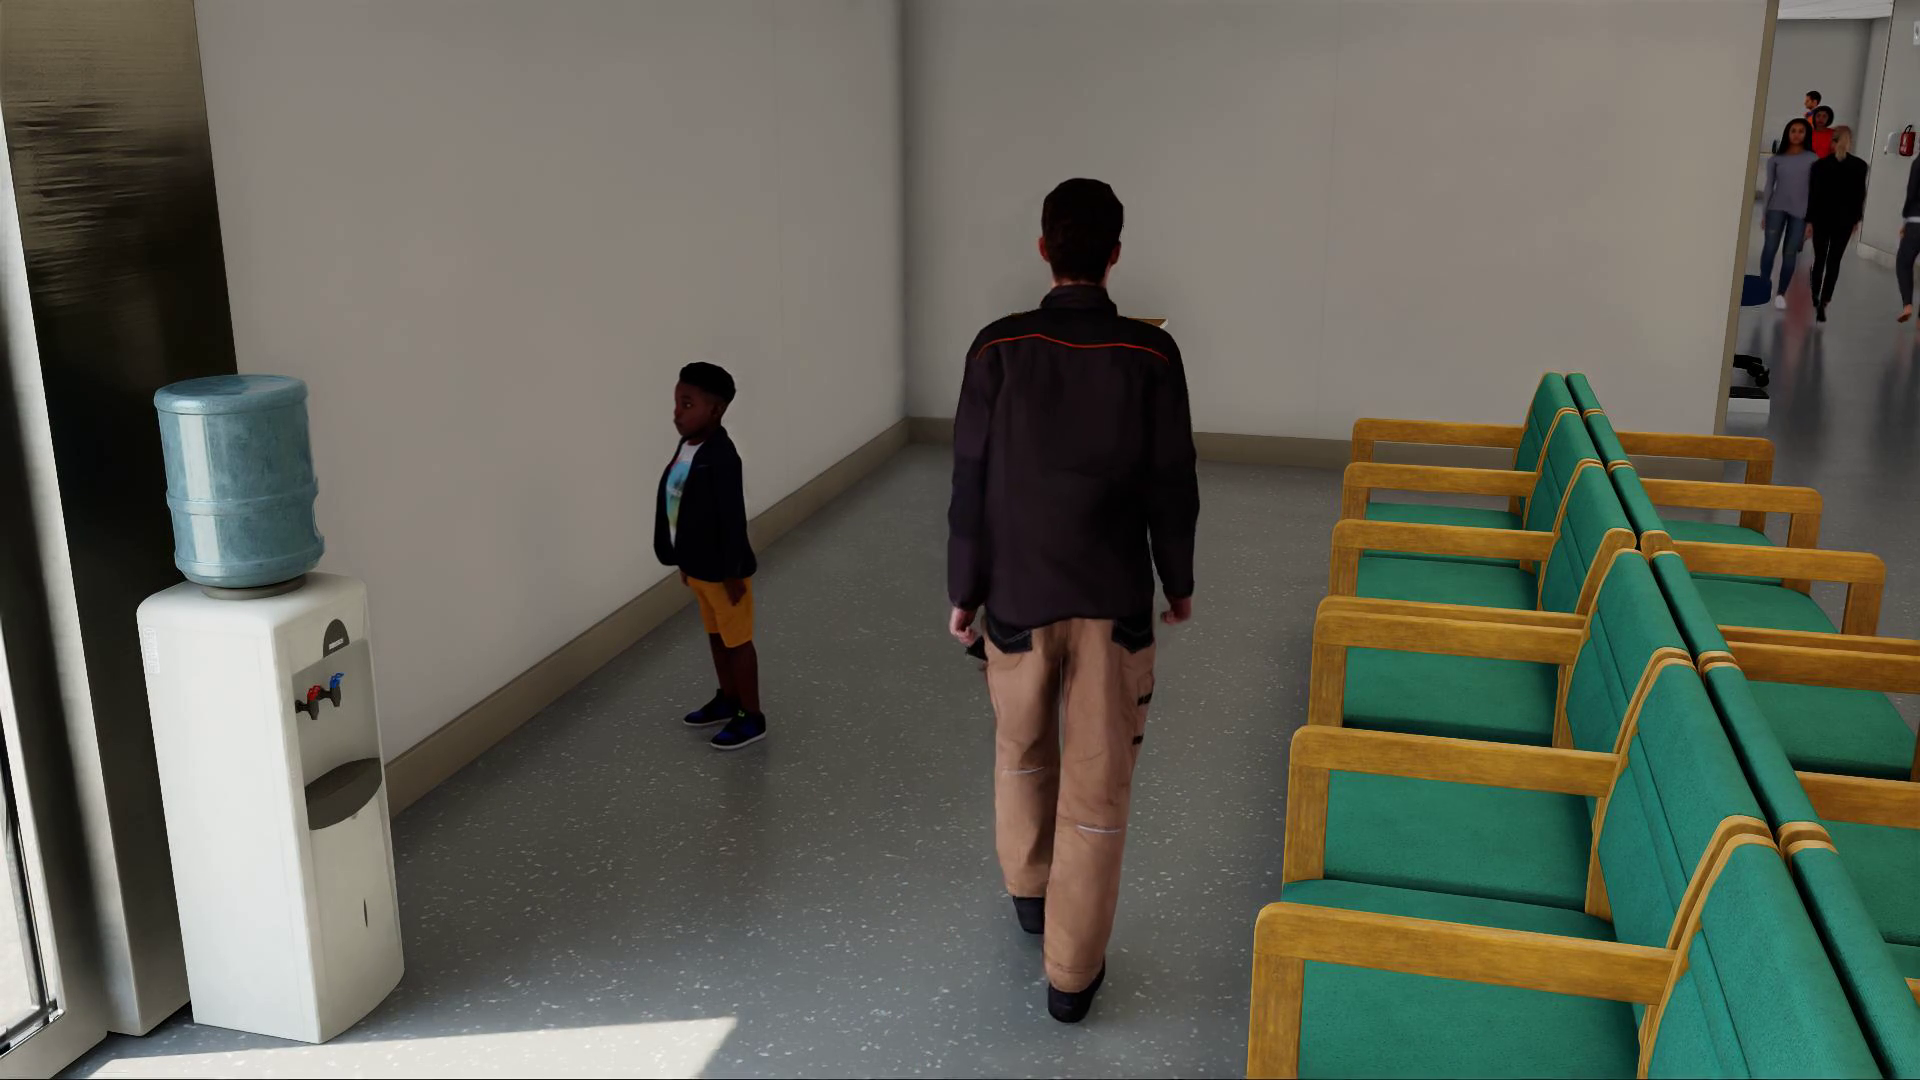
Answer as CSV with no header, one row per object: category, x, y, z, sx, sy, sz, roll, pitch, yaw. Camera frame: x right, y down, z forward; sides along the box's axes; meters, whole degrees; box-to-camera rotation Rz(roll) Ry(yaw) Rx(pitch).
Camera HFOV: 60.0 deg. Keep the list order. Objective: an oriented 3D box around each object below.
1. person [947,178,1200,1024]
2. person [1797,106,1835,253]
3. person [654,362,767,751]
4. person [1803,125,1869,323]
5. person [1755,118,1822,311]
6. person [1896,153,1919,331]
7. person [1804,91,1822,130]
person,0.231,0.181,3.735,0.884,1.906,0.846,2,16,7
person,10.416,-4.373,20.232,1.047,1.720,0.884,11,19,34
person,-0.783,0.038,5.422,0.679,1.266,0.615,-10,19,-32
person,7.515,-2.671,14.324,1.080,1.649,0.846,9,18,29
person,7.643,-2.997,15.345,0.576,1.722,0.702,6,17,22
person,8.210,-2.652,14.057,0.602,1.758,0.734,7,17,23
person,12.897,-5.872,25.292,0.713,1.858,0.756,0,16,-1
